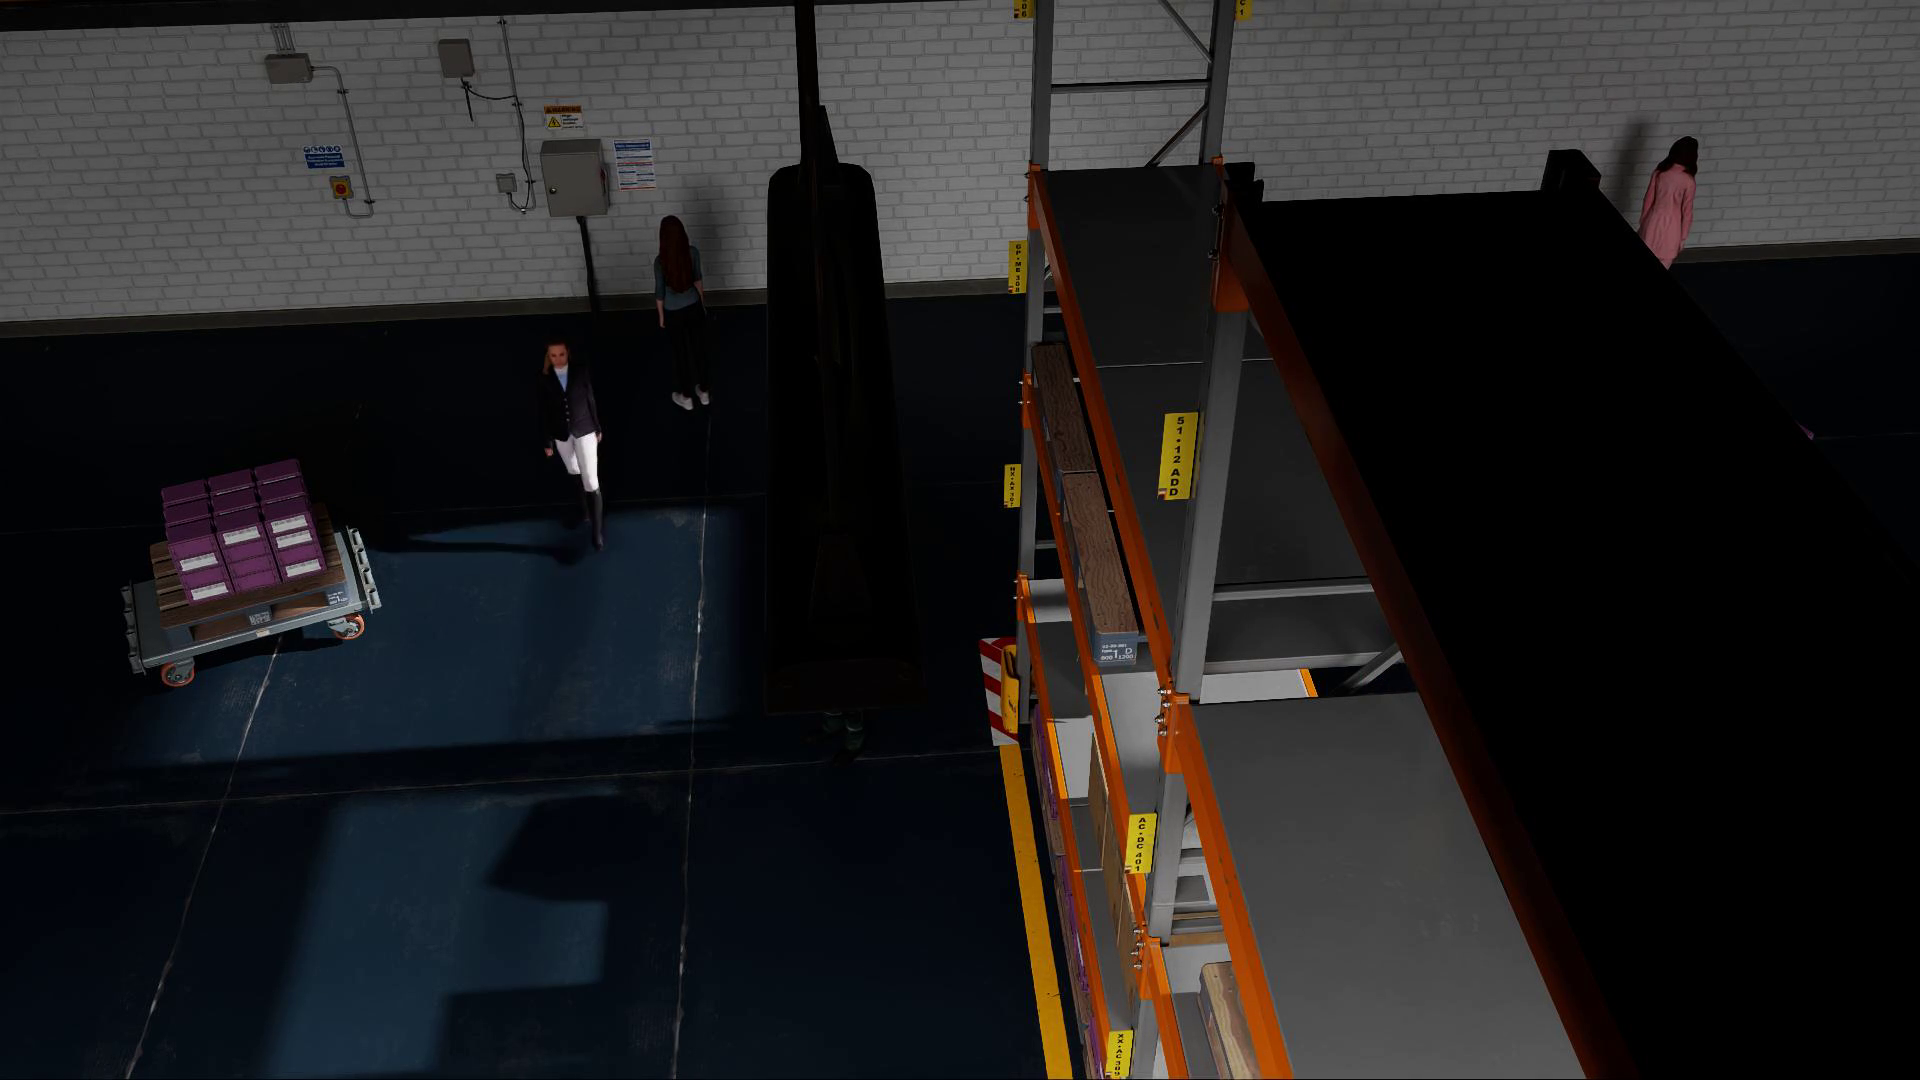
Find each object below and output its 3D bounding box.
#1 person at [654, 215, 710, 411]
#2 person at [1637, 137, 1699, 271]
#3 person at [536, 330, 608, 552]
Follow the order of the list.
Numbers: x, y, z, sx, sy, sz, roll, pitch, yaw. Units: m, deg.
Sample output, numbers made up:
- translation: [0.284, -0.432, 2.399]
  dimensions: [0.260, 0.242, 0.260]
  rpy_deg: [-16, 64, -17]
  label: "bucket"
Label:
- translation: [-2.297, -1.880, 13.811]
  dimensions: [0.651, 1.740, 0.663]
  rpy_deg: [-21, 43, -25]
  label: "person"
- translation: [6.248, -2.741, 14.837]
  dimensions: [0.745, 1.803, 0.656]
  rpy_deg: [-30, 47, -32]
  label: "person"
- translation: [-2.915, -0.831, 12.524]
  dimensions: [0.627, 1.706, 0.982]
  rpy_deg: [-6, 39, -7]
  label: "person"
